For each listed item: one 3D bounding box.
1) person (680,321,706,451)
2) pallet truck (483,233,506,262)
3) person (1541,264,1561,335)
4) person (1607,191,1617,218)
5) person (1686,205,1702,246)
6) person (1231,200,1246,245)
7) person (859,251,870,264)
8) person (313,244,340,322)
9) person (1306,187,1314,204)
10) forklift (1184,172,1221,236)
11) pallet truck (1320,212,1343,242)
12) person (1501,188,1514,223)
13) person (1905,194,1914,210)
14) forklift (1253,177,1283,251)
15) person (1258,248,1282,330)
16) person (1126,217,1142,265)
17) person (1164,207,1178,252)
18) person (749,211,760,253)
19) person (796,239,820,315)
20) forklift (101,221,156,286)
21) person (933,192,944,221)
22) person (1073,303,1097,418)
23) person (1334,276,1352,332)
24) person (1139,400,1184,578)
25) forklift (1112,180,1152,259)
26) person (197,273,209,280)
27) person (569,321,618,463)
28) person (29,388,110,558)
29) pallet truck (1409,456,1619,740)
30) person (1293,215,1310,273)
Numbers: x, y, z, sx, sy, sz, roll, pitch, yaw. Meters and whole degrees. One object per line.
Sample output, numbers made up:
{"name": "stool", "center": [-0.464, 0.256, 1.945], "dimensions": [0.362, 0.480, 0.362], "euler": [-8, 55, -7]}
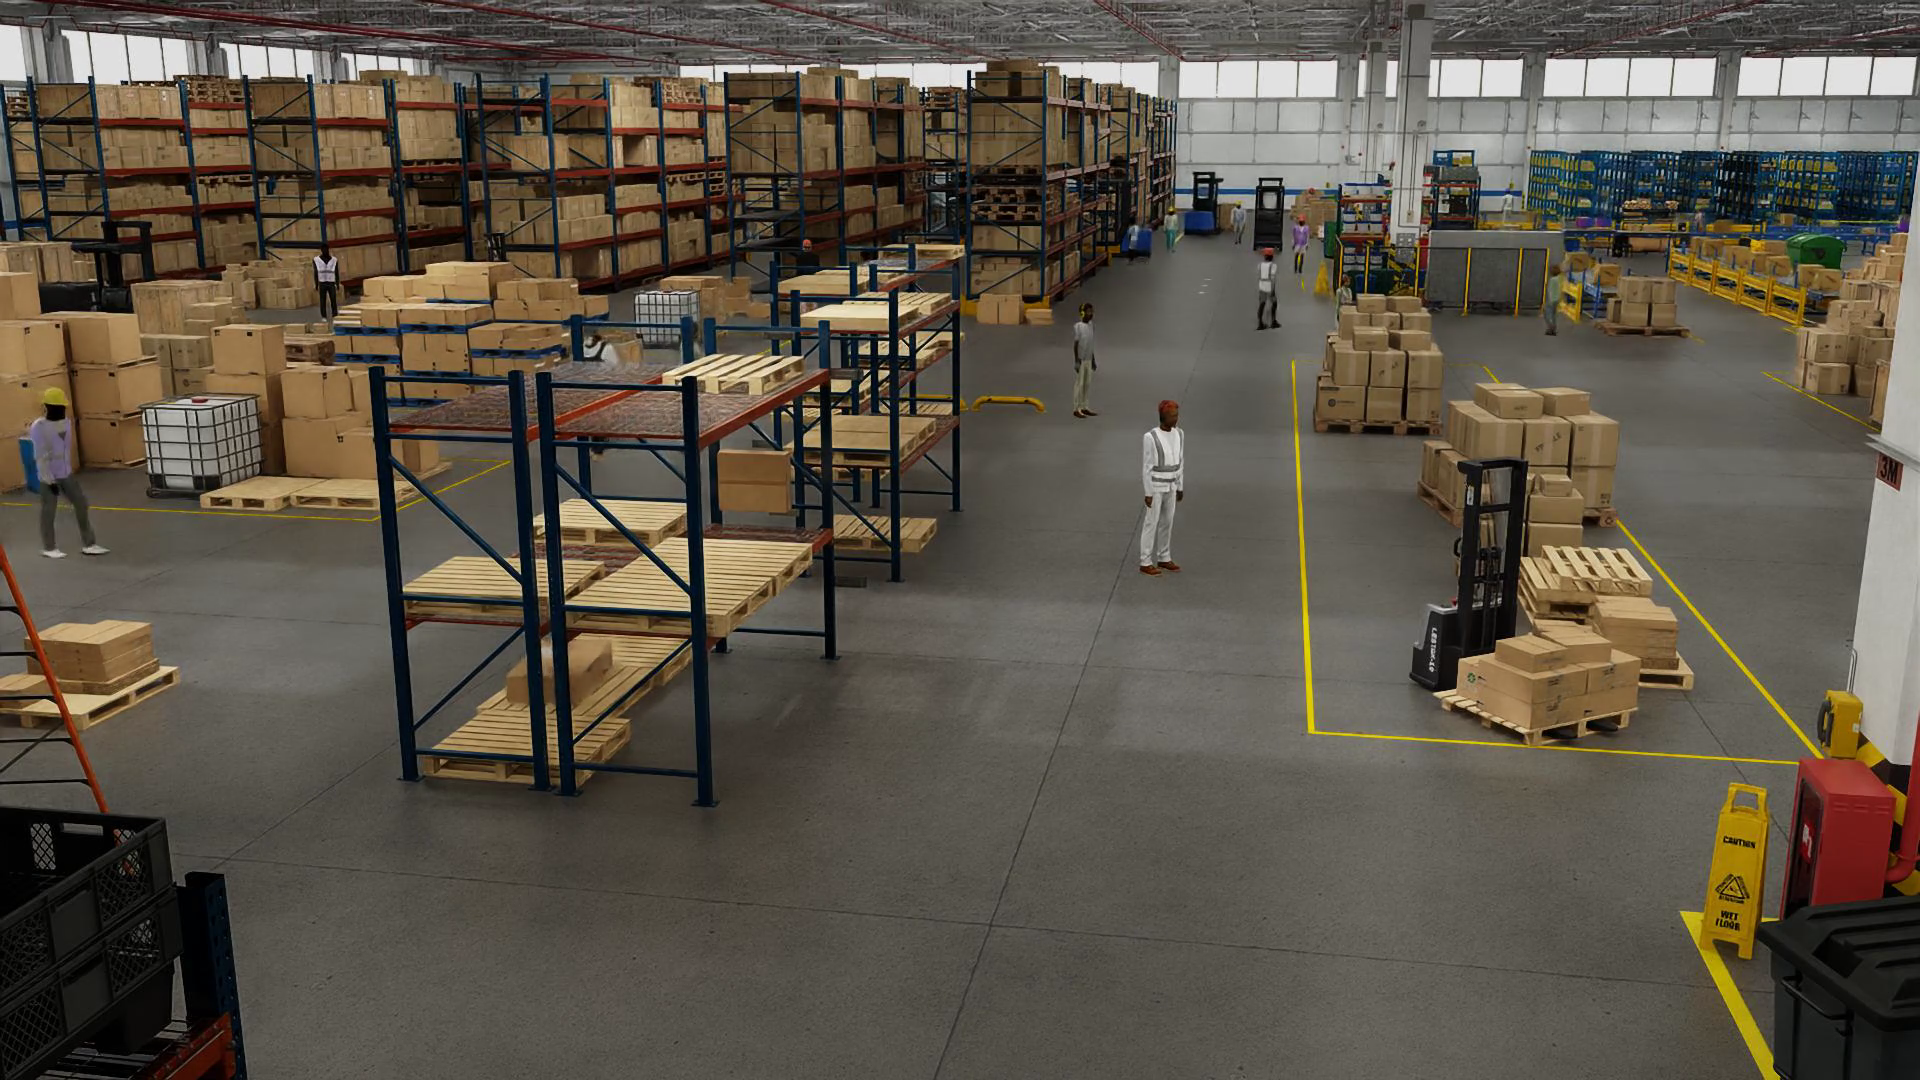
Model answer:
{"name": "person", "center": [-3.940, -2.258, 24.396], "dimensions": [0.369, 1.909, 0.685], "euler": [-4, 14, -15]}
{"name": "pallet truck", "center": [-11.832, -7.026, 43.548], "dimensions": [1.885, 1.965, 0.823], "euler": [8, 16, 28]}
{"name": "person", "center": [13.550, -5.494, 38.101], "dimensions": [0.406, 1.615, 0.514], "euler": [12, 18, 40]}
{"name": "person", "center": [31.574, -16.085, 80.705], "dimensions": [0.554, 1.814, 0.607], "euler": [1, 14, 4]}
{"name": "person", "center": [29.193, -12.392, 65.920], "dimensions": [0.918, 1.717, 0.540], "euler": [-1, 14, -2]}
{"name": "person", "center": [11.457, -13.075, 68.484], "dimensions": [0.620, 1.809, 0.608], "euler": [2, 14, 6]}
{"name": "person", "center": [-2.429, -6.553, 42.345], "dimensions": [0.805, 1.639, 0.545], "euler": [-6, 15, -22]}
{"name": "person", "center": [-15.541, -6.314, 40.842], "dimensions": [0.587, 1.911, 0.397], "euler": [-8, 16, -28]}
{"name": "person", "center": [16.505, -15.599, 78.359], "dimensions": [0.381, 1.994, 0.614], "euler": [-3, 14, -10]}
{"name": "forklift", "center": [10.817, -14.980, 74.022], "dimensions": [1.129, 2.768, 1.873], "euler": [7, 16, 27]}
{"name": "pallet truck", "center": [15.874, -13.227, 70.310], "dimensions": [0.680, 1.201, 1.601], "euler": [10, 17, 35]}
{"name": "person", "center": [25.994, -15.726, 78.966], "dimensions": [0.605, 1.951, 0.380], "euler": [-3, 14, -12]}
{"name": "person", "center": [45.182, -15.694, 79.056], "dimensions": [0.389, 1.845, 0.573], "euler": [3, 14, 12]}
{"name": "forklift", "center": [12.083, -12.747, 64.956], "dimensions": [1.129, 2.768, 1.873], "euler": [3, 14, 10]}
{"name": "person", "center": [7.334, -5.937, 39.282], "dimensions": [0.822, 1.908, 0.558], "euler": [-11, 18, -39]}
{"name": "person", "center": [6.066, -10.444, 58.083], "dimensions": [0.431, 1.681, 0.547], "euler": [5, 15, 21]}
{"name": "person", "center": [8.123, -11.946, 64.081], "dimensions": [0.546, 1.727, 0.875], "euler": [1, 14, 6]}
{"name": "person", "center": [-7.837, -11.829, 63.864], "dimensions": [0.840, 1.588, 0.517], "euler": [8, 16, 29]}
{"name": "person", "center": [-3.745, -6.400, 41.009], "dimensions": [0.621, 1.994, 0.381], "euler": [-4, 14, -17]}
{"name": "forklift", "center": [-16.772, -5.071, 33.793], "dimensions": [1.129, 2.768, 1.873], "euler": [3, 14, 10]}
{"name": "person", "center": [-1.126, -17.437, 86.000], "dimensions": [0.549, 1.914, 0.736], "euler": [3, 14, 11]}
{"name": "person", "center": [2.051, -2.939, 27.215], "dimensions": [0.320, 1.871, 0.560], "euler": [12, 18, 39]}
{"name": "person", "center": [8.059, -4.736, 34.988], "dimensions": [0.310, 1.640, 0.514], "euler": [13, 19, 42]}
{"name": "person", "center": [2.134, -0.547, 17.503], "dimensions": [0.574, 1.877, 0.354], "euler": [-12, 18, -40]}
{"name": "forklift", "center": [6.082, -11.722, 60.796], "dimensions": [1.873, 2.768, 1.129], "euler": [2, 14, 9]}
{"name": "person", "center": [-16.343, -4.955, 35.914], "dimensions": [0.774, 1.609, 0.517], "euler": [0, 14, 1]}
{"name": "person", "center": [-5.236, -2.100, 23.457], "dimensions": [0.711, 2.000, 0.866], "euler": [3, 14, 14]}
{"name": "person", "center": [-9.764, -0.709, 18.123], "dimensions": [0.843, 1.893, 0.594], "euler": [4, 14, 15]}
{"name": "pallet truck", "center": [4.504, 0.400, 13.395], "dimensions": [0.823, 1.965, 1.885], "euler": [-6, 15, -23]}
{"name": "person", "center": [11.207, -9.721, 54.689], "dimensions": [0.545, 1.906, 0.742], "euler": [3, 14, 11]}
